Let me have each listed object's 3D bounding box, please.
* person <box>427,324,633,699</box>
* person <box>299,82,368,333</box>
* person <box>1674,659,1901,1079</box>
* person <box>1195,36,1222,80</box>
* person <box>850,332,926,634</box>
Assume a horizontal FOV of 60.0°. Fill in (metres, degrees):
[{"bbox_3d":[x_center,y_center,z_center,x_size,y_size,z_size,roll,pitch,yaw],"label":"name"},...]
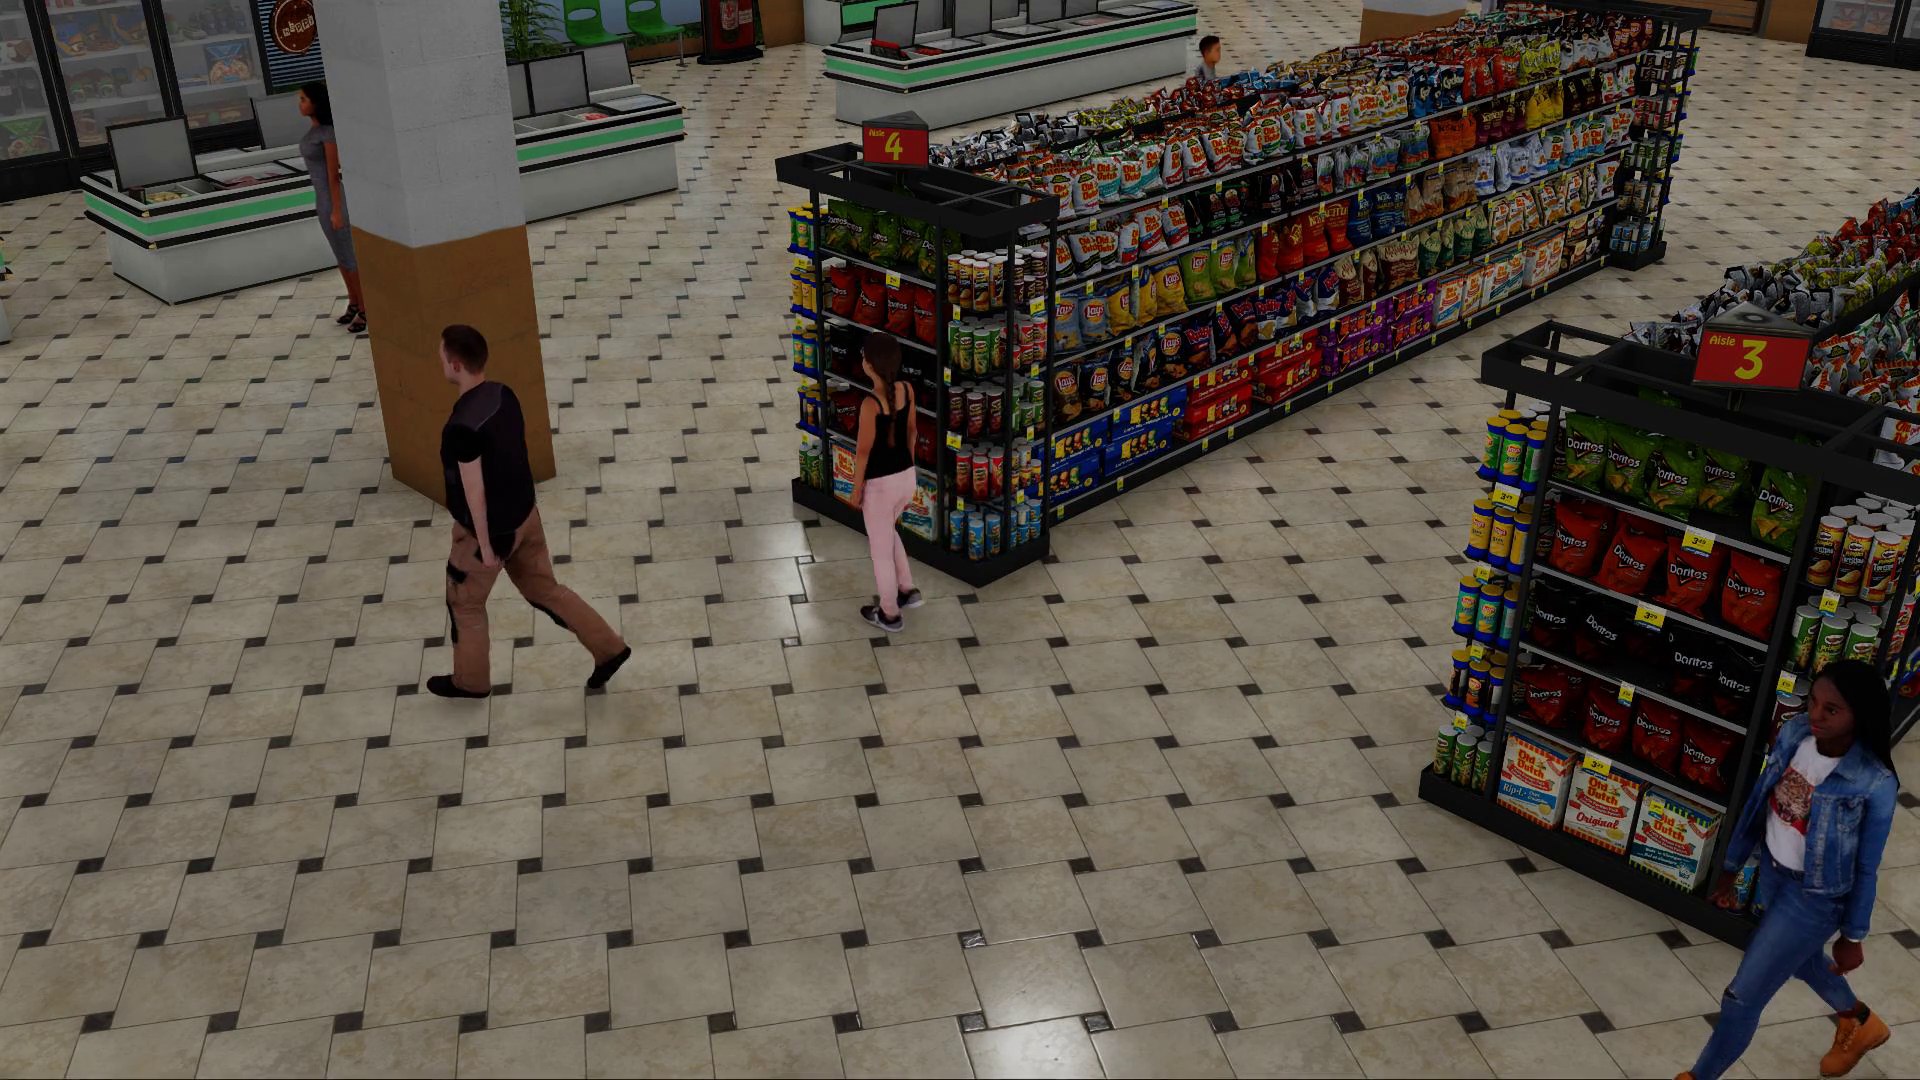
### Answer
[{"bbox_3d":[-1.959,-0.069,7.395,1.116,1.797,1.201,6,28,12],"label":"person"},{"bbox_3d":[-4.498,-2.394,12.000,0.594,1.779,0.624,-16,31,-29],"label":"person"},{"bbox_3d":[2.703,1.118,5.201,1.286,1.664,1.050,-6,28,-12],"label":"person"},{"bbox_3d":[2.236,-4.062,15.660,0.835,1.442,0.809,8,28,16],"label":"person"},{"bbox_3d":[-0.299,-0.251,8.014,0.614,1.561,0.532,21,34,35],"label":"person"}]
